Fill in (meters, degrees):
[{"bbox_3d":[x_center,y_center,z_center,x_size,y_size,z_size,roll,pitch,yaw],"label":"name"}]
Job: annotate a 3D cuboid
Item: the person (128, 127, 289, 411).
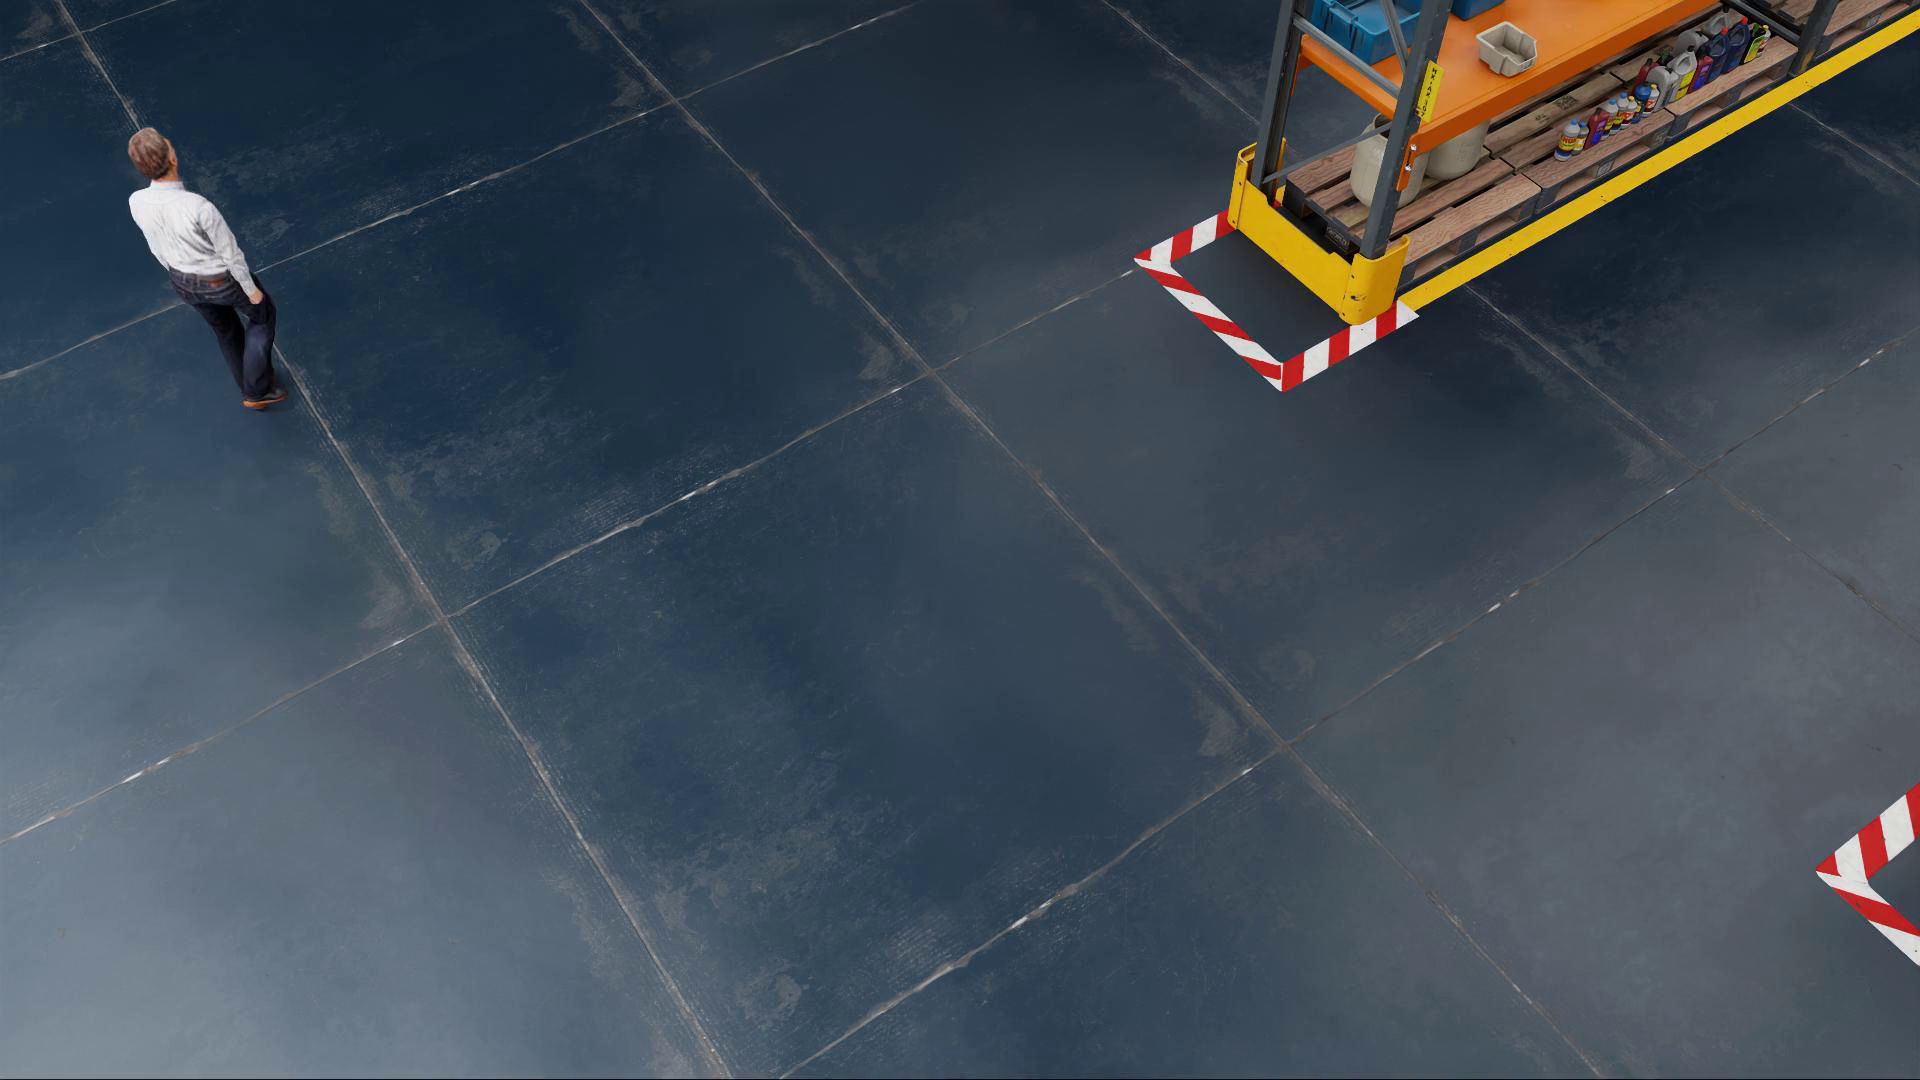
[{"bbox_3d":[-3.892,-1.298,8.590,0.817,1.807,0.879,7,53,5],"label":"person"}]
